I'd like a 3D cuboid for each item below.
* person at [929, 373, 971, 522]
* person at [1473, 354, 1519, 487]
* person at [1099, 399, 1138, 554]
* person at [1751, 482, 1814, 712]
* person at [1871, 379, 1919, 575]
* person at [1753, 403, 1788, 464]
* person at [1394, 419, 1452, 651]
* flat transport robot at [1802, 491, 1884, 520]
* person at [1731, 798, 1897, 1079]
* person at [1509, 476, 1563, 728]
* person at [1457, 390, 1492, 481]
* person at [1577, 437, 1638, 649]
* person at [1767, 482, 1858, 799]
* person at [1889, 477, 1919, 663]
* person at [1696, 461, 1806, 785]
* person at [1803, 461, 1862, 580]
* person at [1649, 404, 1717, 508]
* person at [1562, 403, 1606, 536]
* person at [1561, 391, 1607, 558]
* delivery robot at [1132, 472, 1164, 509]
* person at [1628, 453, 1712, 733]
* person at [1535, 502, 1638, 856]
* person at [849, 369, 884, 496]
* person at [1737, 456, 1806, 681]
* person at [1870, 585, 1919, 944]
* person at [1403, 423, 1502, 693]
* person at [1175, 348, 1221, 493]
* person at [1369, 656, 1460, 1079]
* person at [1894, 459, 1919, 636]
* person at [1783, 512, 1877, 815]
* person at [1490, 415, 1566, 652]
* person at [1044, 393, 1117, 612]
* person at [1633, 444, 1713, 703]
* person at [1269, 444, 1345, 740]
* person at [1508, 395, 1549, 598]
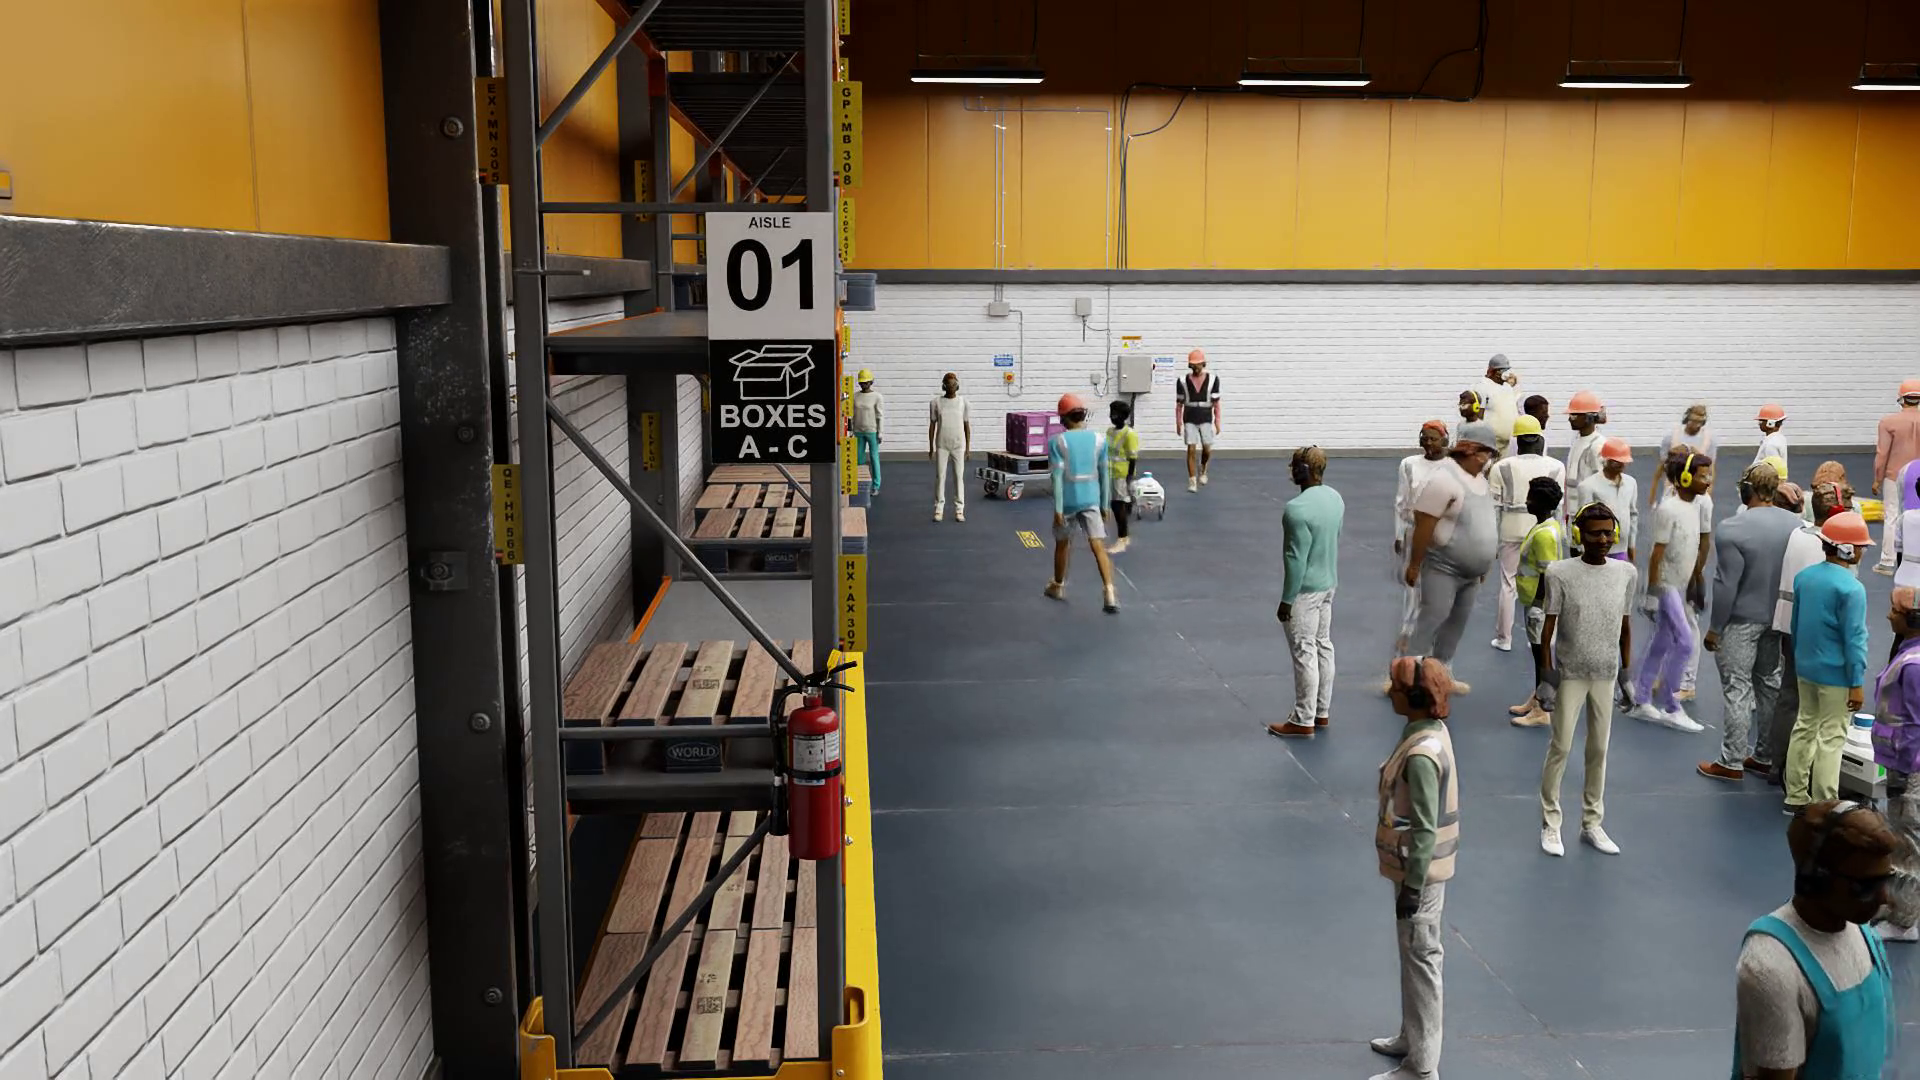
[{"bbox_3d":[-0.124,-1.138,20.472,0.518,1.843,0.332,0,9,-1],"label":"person"},{"bbox_3d":[6.845,-1.346,21.170,0.676,2.000,0.536,-6,11,-34],"label":"person"},{"bbox_3d":[1.749,-0.697,18.216,0.386,1.700,0.553,-4,10,-24],"label":"person"},{"bbox_3d":[5.583,0.418,11.353,0.514,1.639,0.310,7,12,39],"label":"person"},{"bbox_3d":[9.556,-0.633,16.832,0.612,1.994,0.394,1,9,8],"label":"person"},{"bbox_3d":[8.120,-0.500,16.751,0.330,1.750,0.572,5,10,29],"label":"person"},{"bbox_3d":[3.782,-0.029,13.394,0.575,1.883,0.355,5,10,26],"label":"person"},{"bbox_3d":[11.012,-0.449,21.077,0.652,0.197,1.431,-4,10,-23],"label":"flat transport robot"},{"bbox_3d":[2.038,1.493,4.031,0.564,1.821,0.798,-6,11,-35],"label":"person"},{"bbox_3d":[3.898,0.414,11.197,0.318,1.697,0.535,3,9,17],"label":"person"},{"bbox_3d":[5.223,-0.607,17.067,0.310,1.868,0.533,-4,10,-23],"label":"person"},{"bbox_3d":[5.241,0.036,13.437,0.573,1.741,0.355,-3,10,-20],"label":"person"},{"bbox_3d":[4.969,0.577,9.703,0.373,1.843,0.570,-2,9,-11],"label":"person"},{"bbox_3d":[6.723,0.350,11.597,0.319,1.697,0.532,-1,9,-8],"label":"person"},{"bbox_3d":[4.725,0.493,9.941,0.635,1.939,0.367,-3,10,-20],"label":"person"},{"bbox_3d":[6.566,0.211,12.663,0.509,1.632,0.268,7,11,36],"label":"person"},{"bbox_3d":[7.163,-0.469,16.493,0.561,1.781,0.967,2,9,15],"label":"person"},{"bbox_3d":[7.095,-0.749,18.708,0.568,1.614,0.551,1,9,5],"label":"person"},{"bbox_3d":[5.336,-0.255,14.312,0.388,2.041,0.615,0,9,2],"label":"person"},{"bbox_3d":[2.351,-0.606,20.880,0.477,0.478,0.707,0,9,0],"label":"delivery robot"},{"bbox_3d":[4.820,0.347,11.105,0.693,1.852,0.580,9,13,44],"label":"person"},{"bbox_3d":[3.284,0.725,8.703,0.531,1.871,0.322,-1,9,-4],"label":"person"},{"bbox_3d":[-1.293,-1.476,22.880,0.524,1.761,0.338,4,10,24],"label":"person"},{"bbox_3d":[5.809,0.263,11.999,0.486,1.744,0.294,0,9,1],"label":"person"},{"bbox_3d":[4.318,1.015,7.597,0.306,1.640,0.521,5,10,29],"label":"person"},{"bbox_3d":[3.538,0.130,11.900,0.779,2.000,0.571,-8,12,-41],"label":"person"},{"bbox_3d":[3.331,-1.676,23.279,0.643,2.026,0.542,1,9,7],"label":"person"},{"bbox_3d":[1.701,1.235,6.217,0.307,1.639,0.525,3,9,16],"label":"person"},{"bbox_3d":[7.682,0.035,13.147,0.429,1.837,0.626,-2,9,-15],"label":"person"},{"bbox_3d":[4.795,0.712,9.142,0.331,1.750,0.572,-1,9,-5],"label":"person"},{"bbox_3d":[4.539,-0.046,13.396,0.586,1.918,0.395,1,9,8],"label":"person"},{"bbox_3d":[1.099,-0.344,15.156,0.625,1.971,1.173,-3,9,-16],"label":"person"},{"bbox_3d":[5.111,0.235,11.855,0.345,1.846,0.506,-2,9,-12],"label":"person"},{"bbox_3d":[2.275,0.338,10.915,0.373,1.940,0.630,7,11,36],"label":"person"},{"bbox_3d":[5.322,-0.409,15.678,0.395,1.917,0.590,0,9,-3],"label":"person"}]
